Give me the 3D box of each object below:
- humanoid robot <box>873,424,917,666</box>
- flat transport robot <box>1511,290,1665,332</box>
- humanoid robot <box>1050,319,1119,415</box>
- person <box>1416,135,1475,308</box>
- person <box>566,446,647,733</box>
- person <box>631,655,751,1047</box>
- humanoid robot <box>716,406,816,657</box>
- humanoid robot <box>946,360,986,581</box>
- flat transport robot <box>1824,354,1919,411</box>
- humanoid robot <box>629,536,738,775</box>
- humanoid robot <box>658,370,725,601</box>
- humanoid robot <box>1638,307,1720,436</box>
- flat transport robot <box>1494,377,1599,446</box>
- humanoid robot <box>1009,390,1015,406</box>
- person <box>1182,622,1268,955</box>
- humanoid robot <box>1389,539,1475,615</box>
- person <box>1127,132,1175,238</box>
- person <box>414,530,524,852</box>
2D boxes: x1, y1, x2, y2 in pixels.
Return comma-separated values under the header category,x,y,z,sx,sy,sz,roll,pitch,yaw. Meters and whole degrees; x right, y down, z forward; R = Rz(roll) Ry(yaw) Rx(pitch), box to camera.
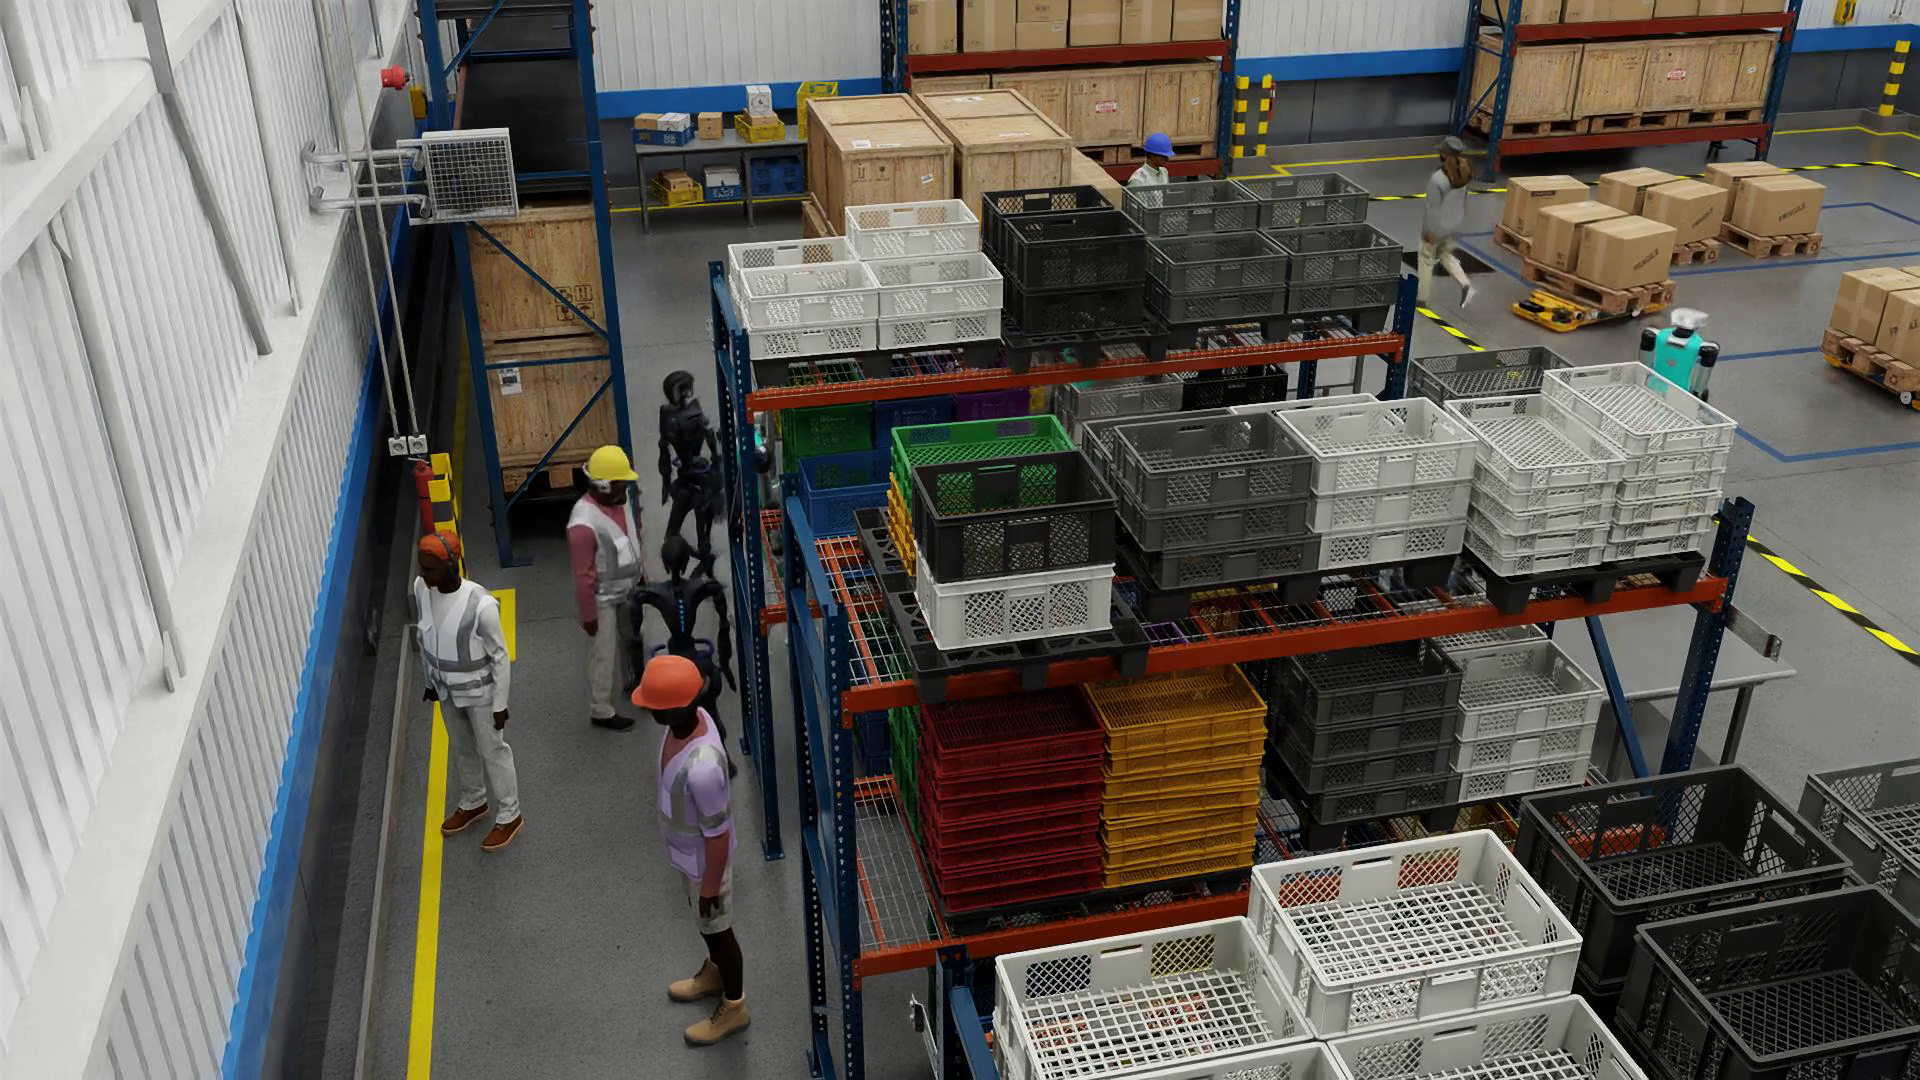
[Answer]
category,x,y,z,sx,sy,sz,roll,pitch,yaw
humanoid robot,-0.133,0.074,10.336,1.007,1.727,0.541,-5,28,-10
flat transport robot,6.252,-2.370,16.514,1.431,0.197,0.652,-14,31,-25
humanoid robot,0.718,-0.573,11.677,0.551,1.900,0.739,22,35,36
person,4.782,-3.079,16.301,0.570,1.751,0.594,-19,33,-32
person,-2.067,0.286,9.843,0.441,1.819,0.650,7,29,13
person,-1.204,1.397,7.498,0.390,2.040,0.609,-9,29,-17
humanoid robot,-1.111,-0.080,10.619,0.810,1.771,0.574,-18,33,-31
humanoid robot,-0.130,-0.478,11.313,0.676,1.750,0.550,23,35,36
flat transport robot,8.473,-1.467,14.800,0.652,0.197,1.431,-6,28,-12
humanoid robot,-1.543,0.720,9.214,0.603,1.644,0.532,-9,29,-17
humanoid robot,-1.795,-0.363,11.227,0.612,1.649,0.346,21,34,34
humanoid robot,5.230,-0.911,12.238,0.557,1.814,0.787,20,34,33
flat transport robot,4.780,-1.036,14.013,0.659,0.231,1.431,-6,28,-12
humanoid robot,0.283,-0.253,11.015,0.361,1.653,0.612,-14,31,-25
person,1.300,1.205,8.082,0.431,1.837,0.619,23,36,37
humanoid robot,2.784,0.411,9.787,0.599,1.634,0.766,-8,29,-15
person,1.789,-2.891,15.744,0.412,1.939,0.602,18,33,31
person,-2.621,0.792,8.811,0.583,1.882,0.341,16,32,27
